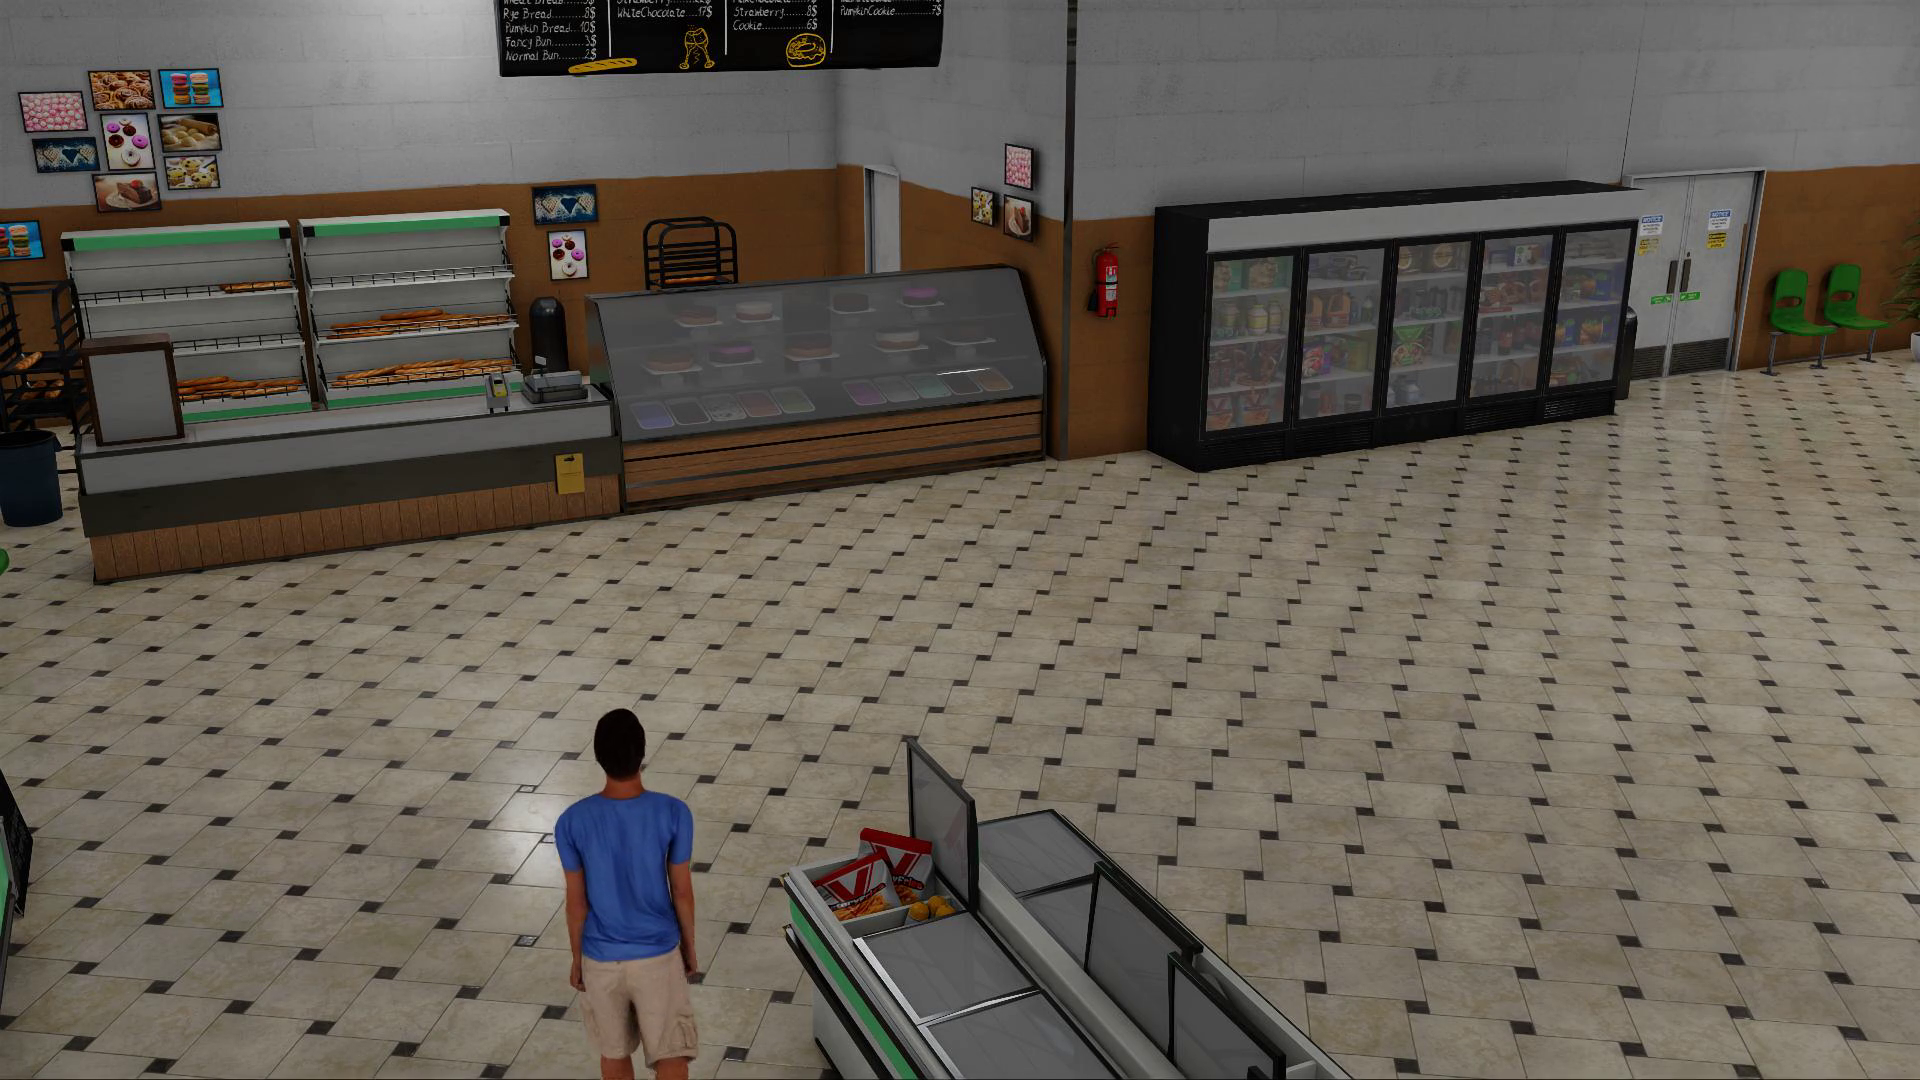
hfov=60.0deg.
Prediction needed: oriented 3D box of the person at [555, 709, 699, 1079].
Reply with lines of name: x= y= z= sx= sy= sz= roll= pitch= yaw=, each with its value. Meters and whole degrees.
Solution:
person: x=-1.169 y=1.533 z=5.950 sx=0.820 sy=1.840 sz=1.101 roll=-3 pitch=19 yaw=-9
